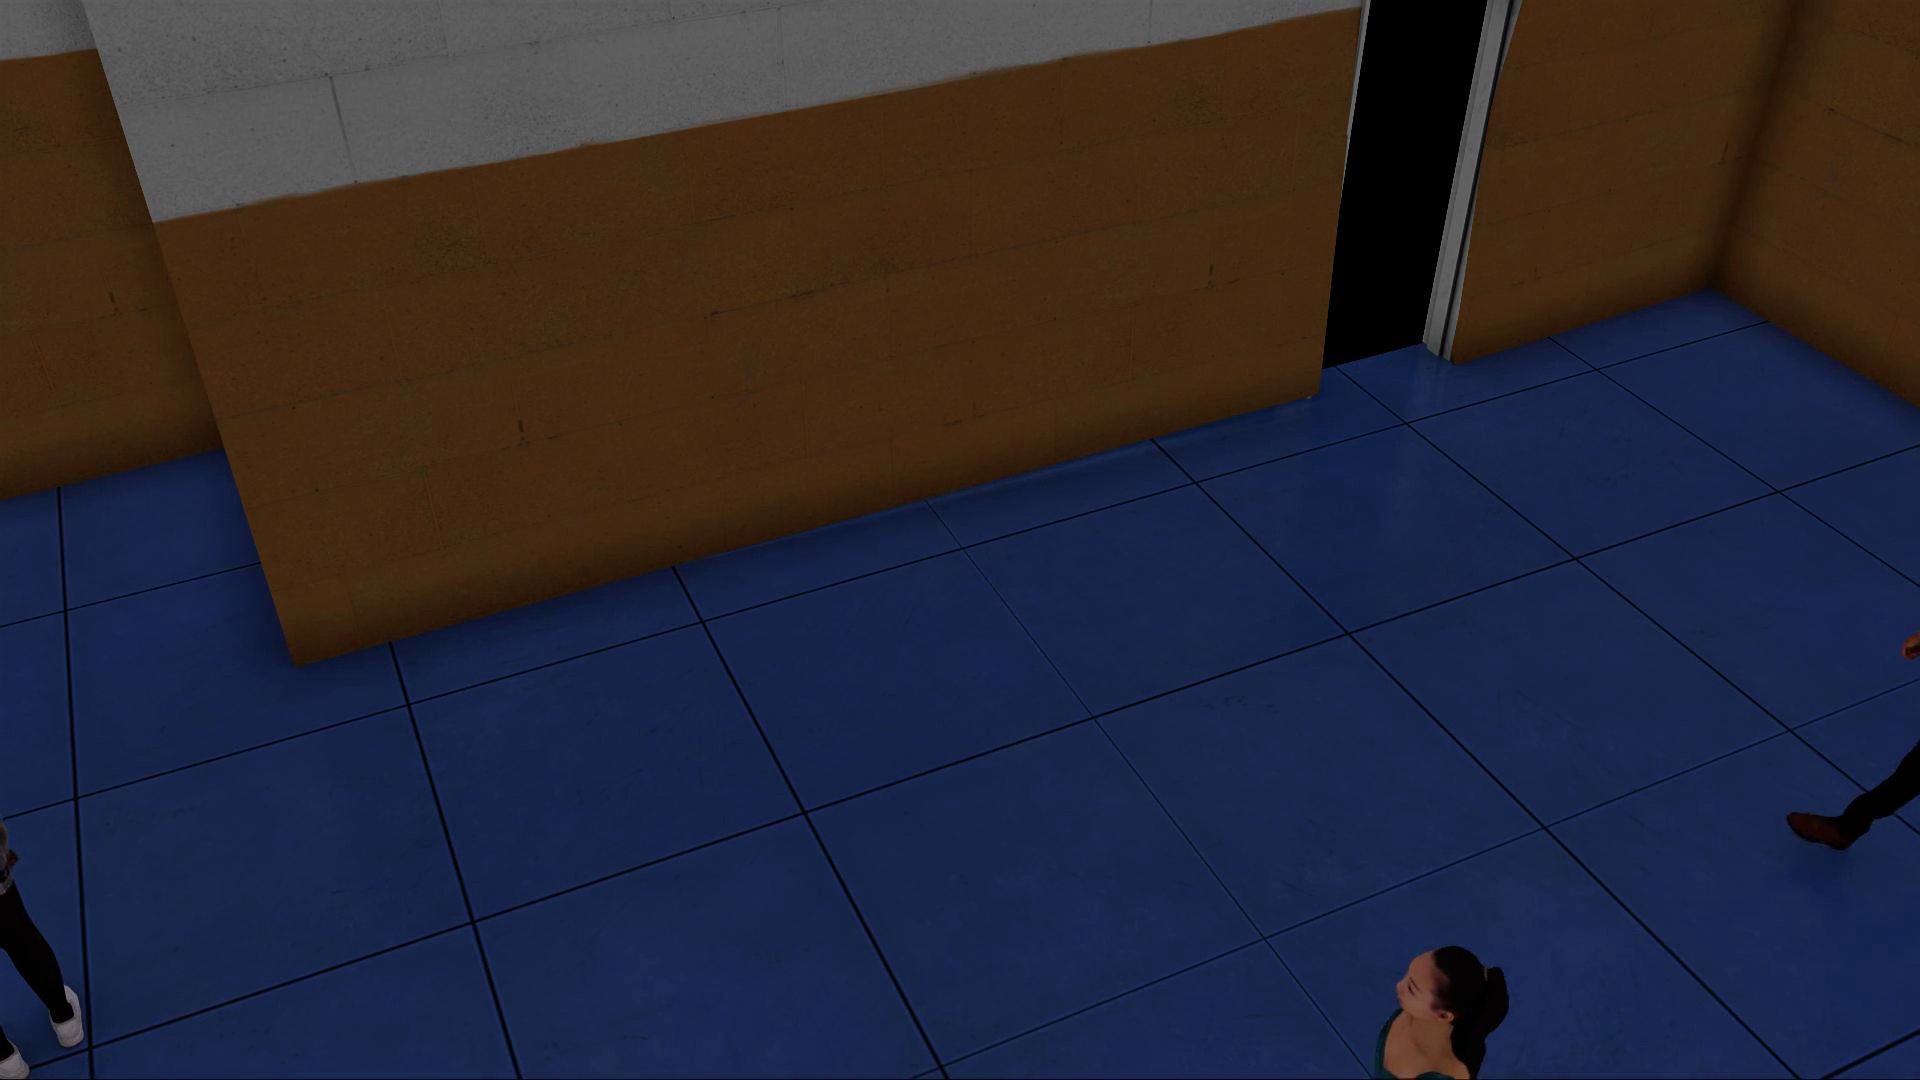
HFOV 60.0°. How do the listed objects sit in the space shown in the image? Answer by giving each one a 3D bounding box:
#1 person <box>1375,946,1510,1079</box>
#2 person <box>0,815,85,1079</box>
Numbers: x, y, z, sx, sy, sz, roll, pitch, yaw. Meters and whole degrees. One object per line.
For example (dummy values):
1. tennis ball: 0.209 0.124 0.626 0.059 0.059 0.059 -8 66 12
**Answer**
1. person: 1.267 1.683 4.559 0.776 1.678 0.722 4 37 6
2. person: -3.244 1.072 5.294 0.682 1.771 0.653 -31 47 -34
